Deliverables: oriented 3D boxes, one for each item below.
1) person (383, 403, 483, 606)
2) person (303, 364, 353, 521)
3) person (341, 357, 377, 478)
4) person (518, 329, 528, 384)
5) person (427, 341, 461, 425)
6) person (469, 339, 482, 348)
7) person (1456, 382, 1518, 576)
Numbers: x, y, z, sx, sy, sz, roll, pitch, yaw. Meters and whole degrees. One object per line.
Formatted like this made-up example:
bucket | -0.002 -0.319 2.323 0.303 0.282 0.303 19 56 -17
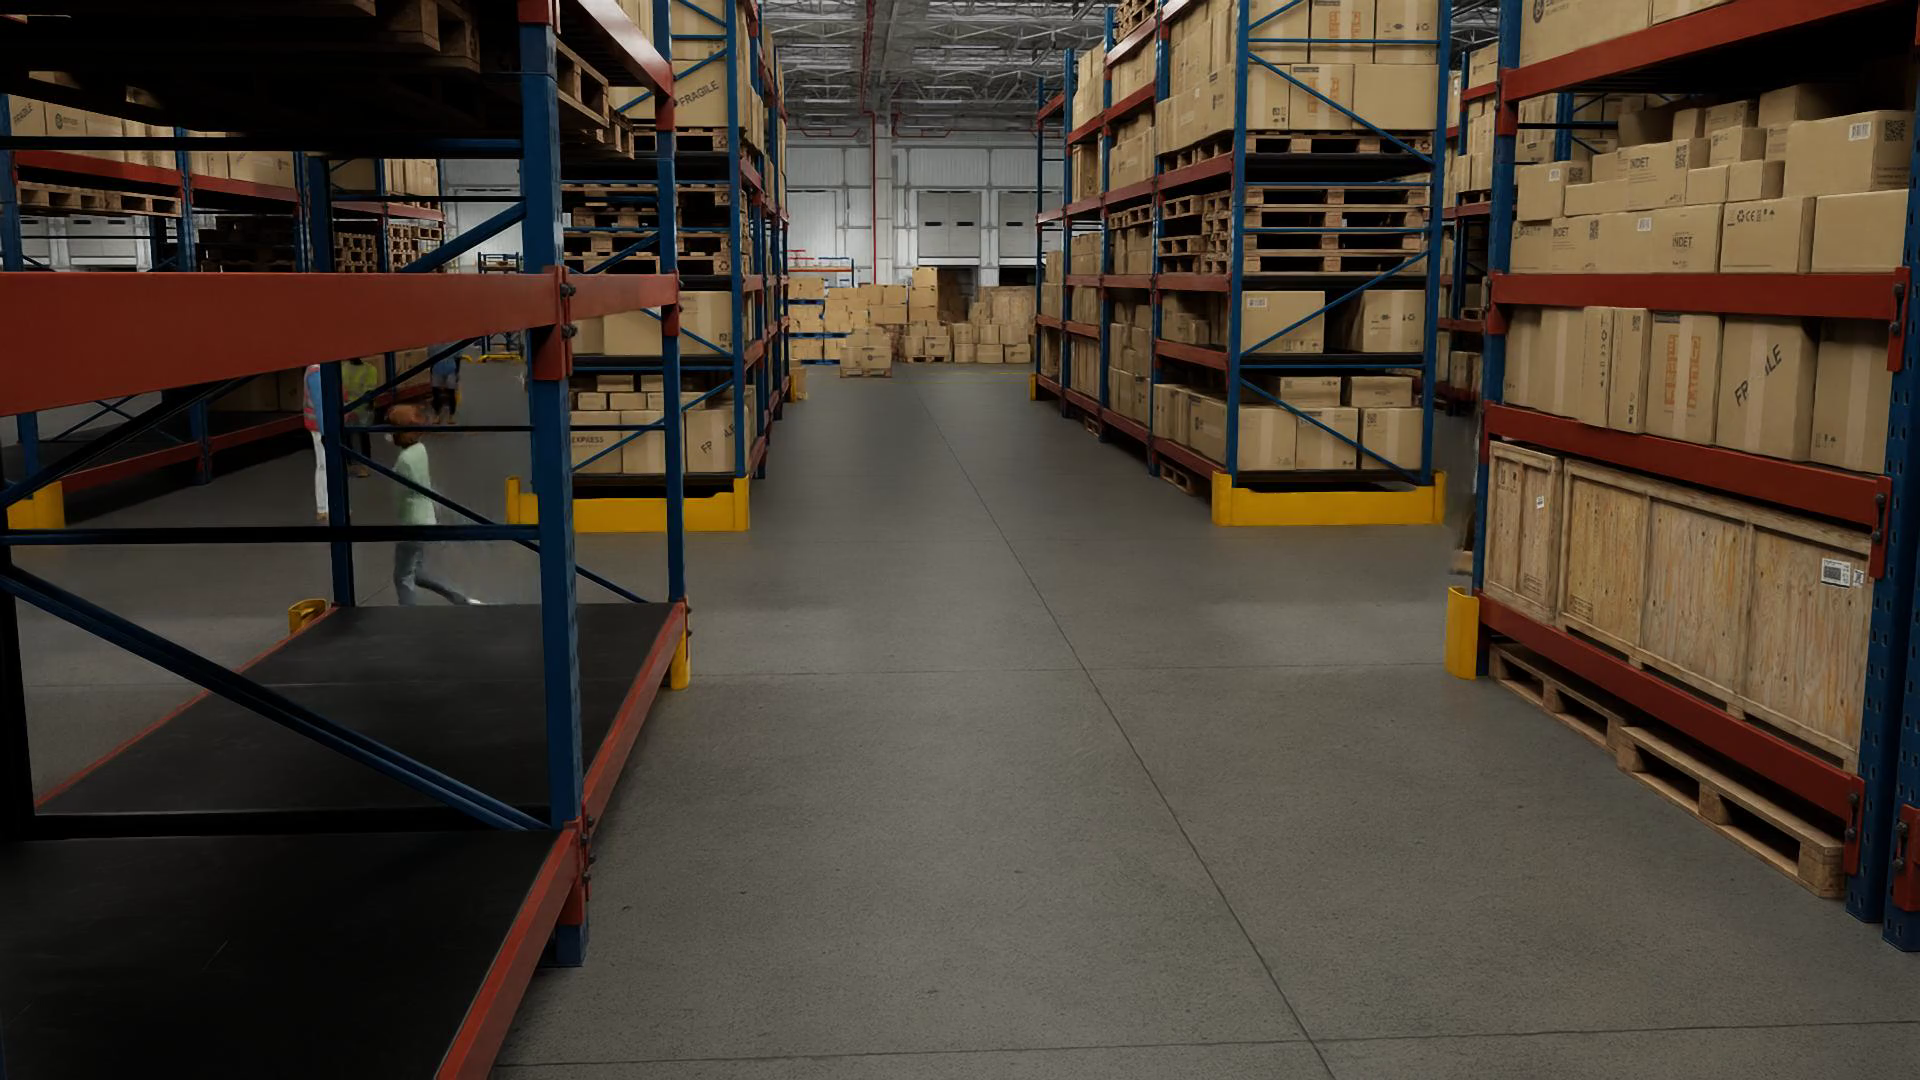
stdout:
person | -3.411 -0.077 10.585 0.567 1.610 0.523 -1 9 -8
person | -6.193 -1.095 16.310 0.430 1.834 0.633 -2 9 -14
person | -7.108 -1.545 19.604 0.553 1.669 0.527 1 9 8
person | -9.512 -4.340 36.661 0.392 1.839 0.549 -4 10 -25
person | -8.272 -2.665 26.647 0.552 1.673 0.674 -1 9 -5
person | -15.965 -7.275 54.825 0.392 1.919 0.591 -8 12 -41
person | 4.456 -0.665 13.093 1.038 1.980 0.674 4 10 23
